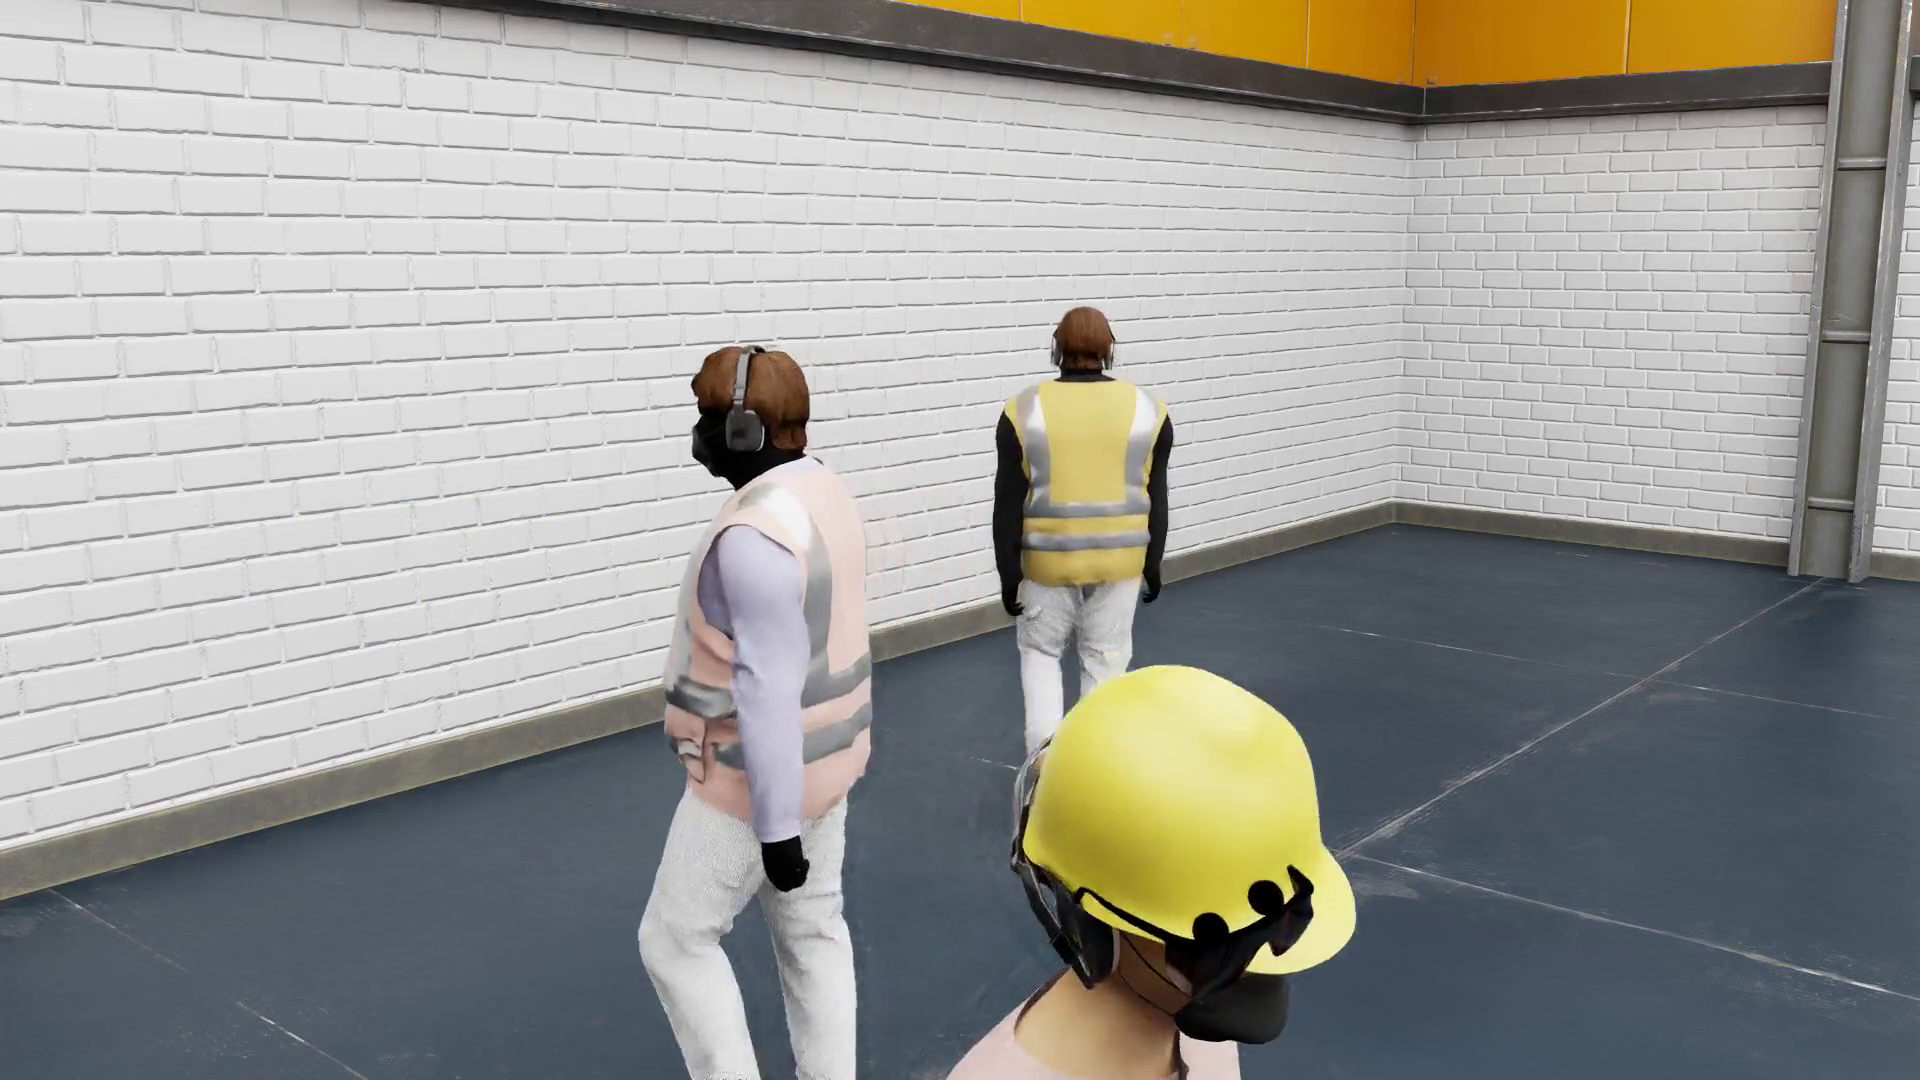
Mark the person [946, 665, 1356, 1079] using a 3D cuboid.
[{"bbox_3d":[0.081,0.921,1.470,0.932,1.712,0.555,7,12,34],"label":"person"}]

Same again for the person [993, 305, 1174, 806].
[{"bbox_3d":[0.427,0.092,5.884,0.628,1.828,0.442,0,10,-1],"label":"person"}]

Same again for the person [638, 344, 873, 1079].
[{"bbox_3d":[-0.467,0.498,3.571,0.570,1.824,0.631,2,10,14],"label":"person"}]
